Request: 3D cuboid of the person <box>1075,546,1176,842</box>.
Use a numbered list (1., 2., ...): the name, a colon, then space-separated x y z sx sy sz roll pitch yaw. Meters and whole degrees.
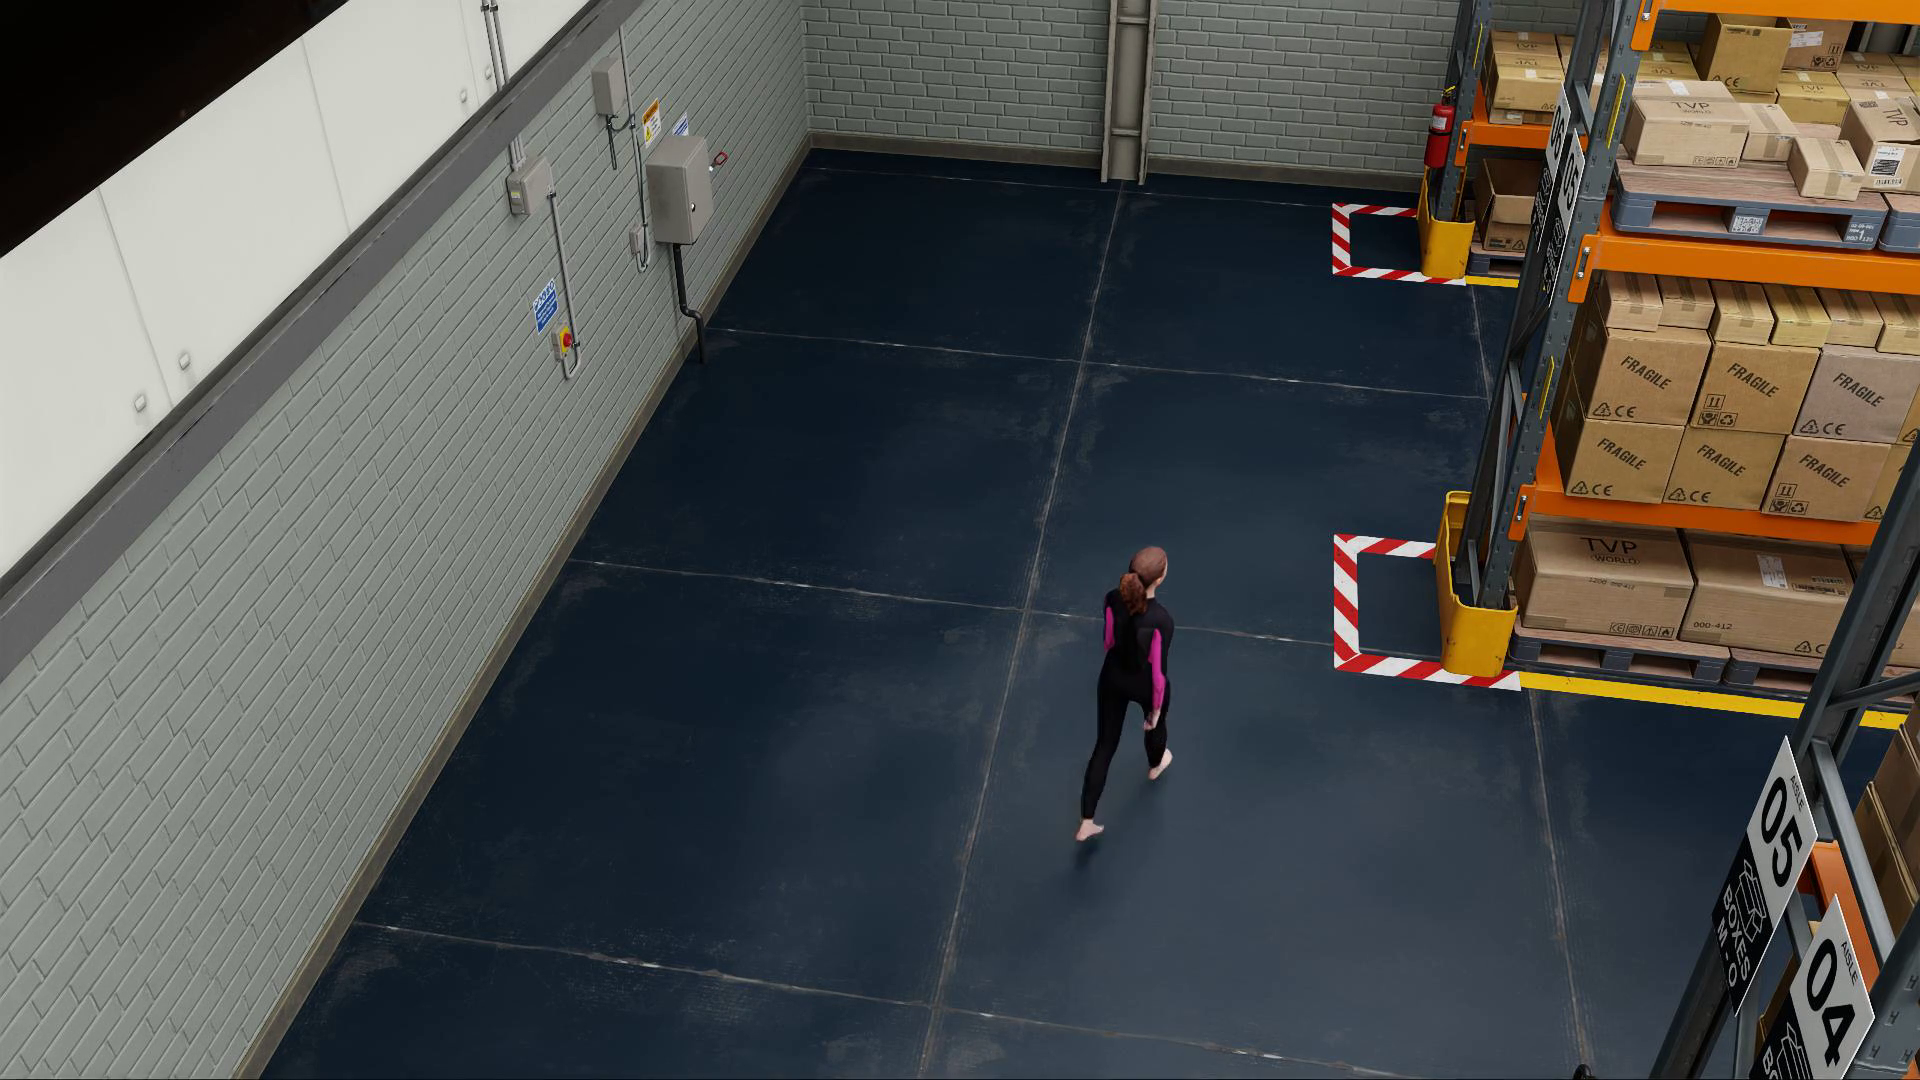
1. person: 0.815 0.792 8.379 1.127 1.703 0.871 18 41 22
